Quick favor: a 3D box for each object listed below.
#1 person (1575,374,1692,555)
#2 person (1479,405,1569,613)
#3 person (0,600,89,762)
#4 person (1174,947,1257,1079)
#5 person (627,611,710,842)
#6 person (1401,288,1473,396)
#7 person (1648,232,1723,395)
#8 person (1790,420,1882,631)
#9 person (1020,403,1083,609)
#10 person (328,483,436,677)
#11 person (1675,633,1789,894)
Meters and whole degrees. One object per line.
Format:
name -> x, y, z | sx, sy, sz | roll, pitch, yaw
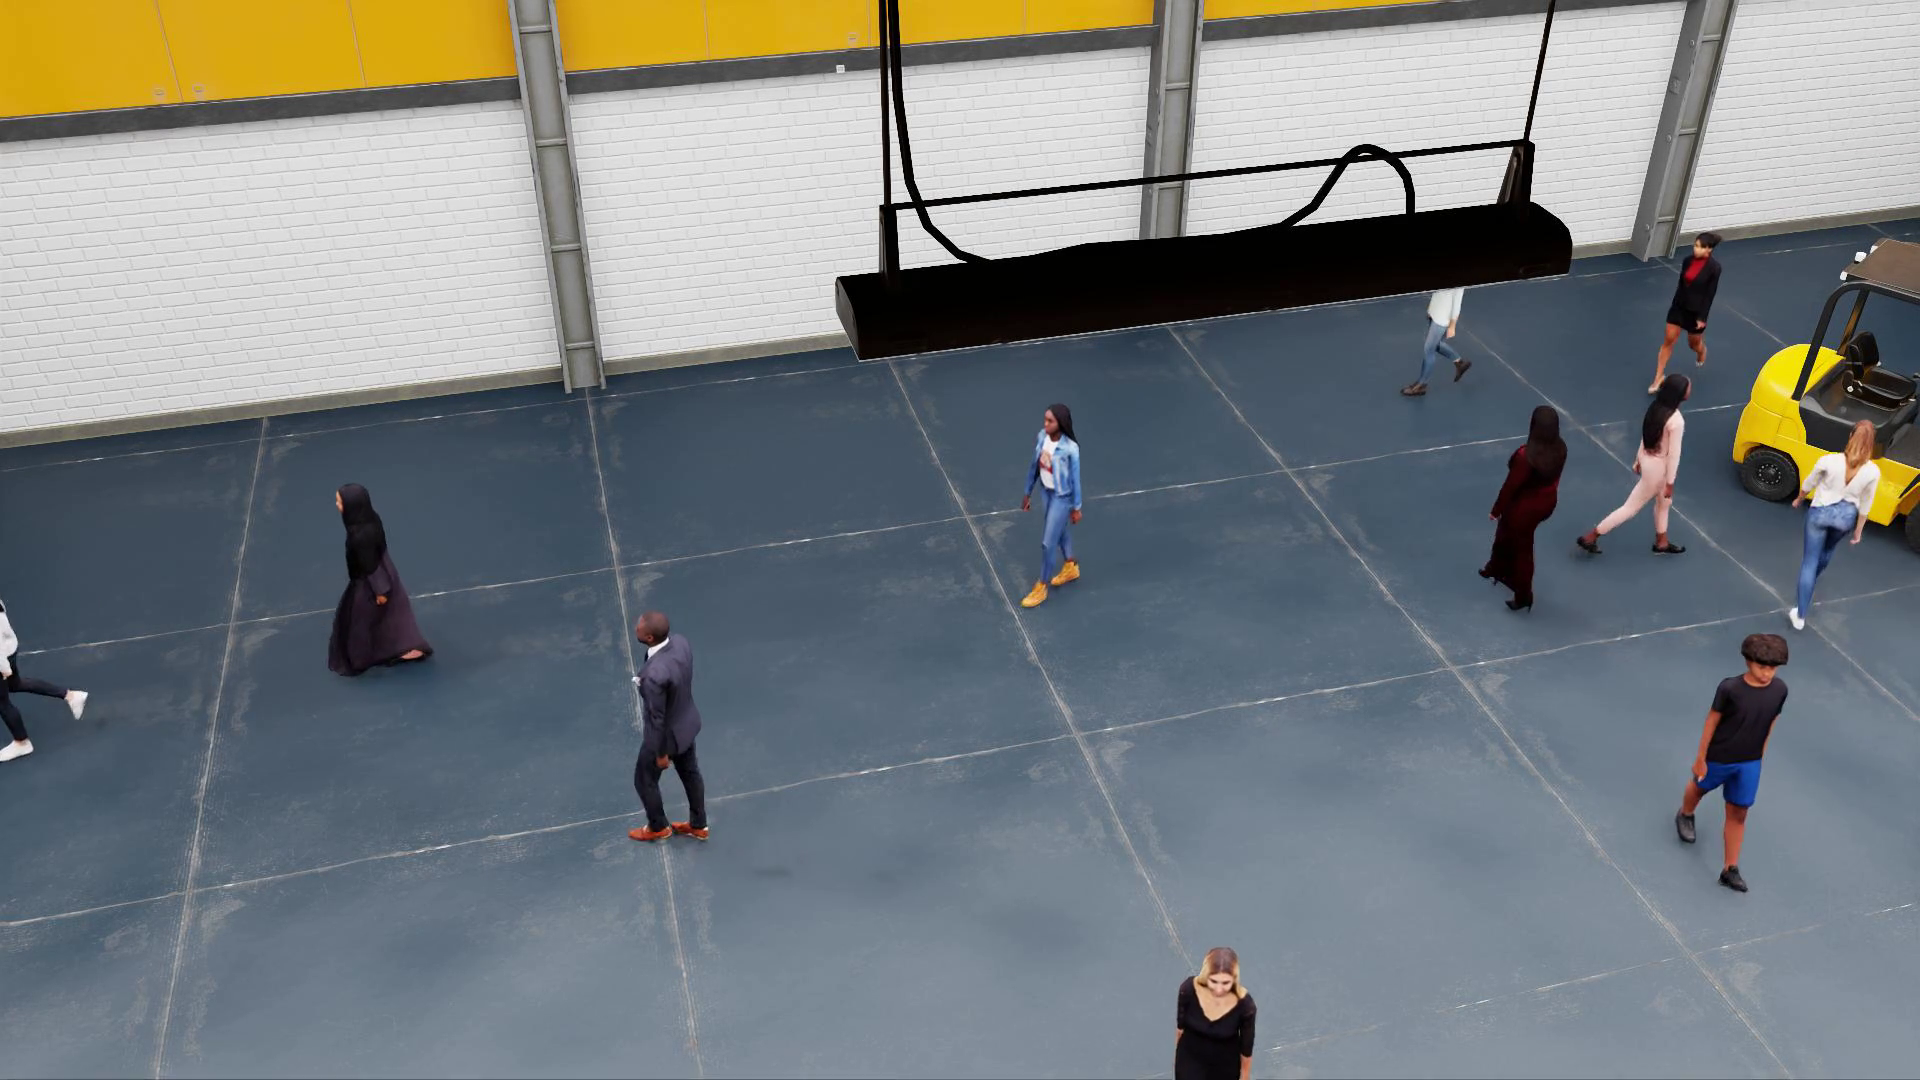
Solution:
person -> 5.496, -0.542, 13.378 | 1.236, 1.683, 0.848 | 0, 34, 0
person -> 4.453, -0.191, 12.809 | 0.906, 1.727, 0.925 | -25, 41, -32
person -> -6.519, 0.747, 11.436 | 0.971, 1.685, 0.748 | -17, 37, -24
person -> 1.315, 2.647, 8.612 | 1.048, 1.647, 0.978 | 9, 35, 14
person -> -1.771, 1.234, 10.595 | 0.945, 1.806, 0.899 | 10, 35, 15
person -> 4.643, -2.127, 15.808 | 0.945, 1.632, 0.658 | -4, 34, -6
person -> 6.994, -2.161, 15.872 | 1.042, 1.618, 0.818 | -24, 40, -31
person -> 6.637, -0.080, 12.689 | 1.111, 1.676, 1.034 | 9, 35, 13
person -> 0.834, -0.333, 13.058 | 1.012, 1.689, 0.837 | -22, 40, -30
person -> -4.236, 0.263, 12.232 | 0.994, 1.611, 0.677 | -4, 34, -5
person -> 4.862, 1.287, 10.561 | 1.111, 1.755, 0.964 | 4, 34, 5
